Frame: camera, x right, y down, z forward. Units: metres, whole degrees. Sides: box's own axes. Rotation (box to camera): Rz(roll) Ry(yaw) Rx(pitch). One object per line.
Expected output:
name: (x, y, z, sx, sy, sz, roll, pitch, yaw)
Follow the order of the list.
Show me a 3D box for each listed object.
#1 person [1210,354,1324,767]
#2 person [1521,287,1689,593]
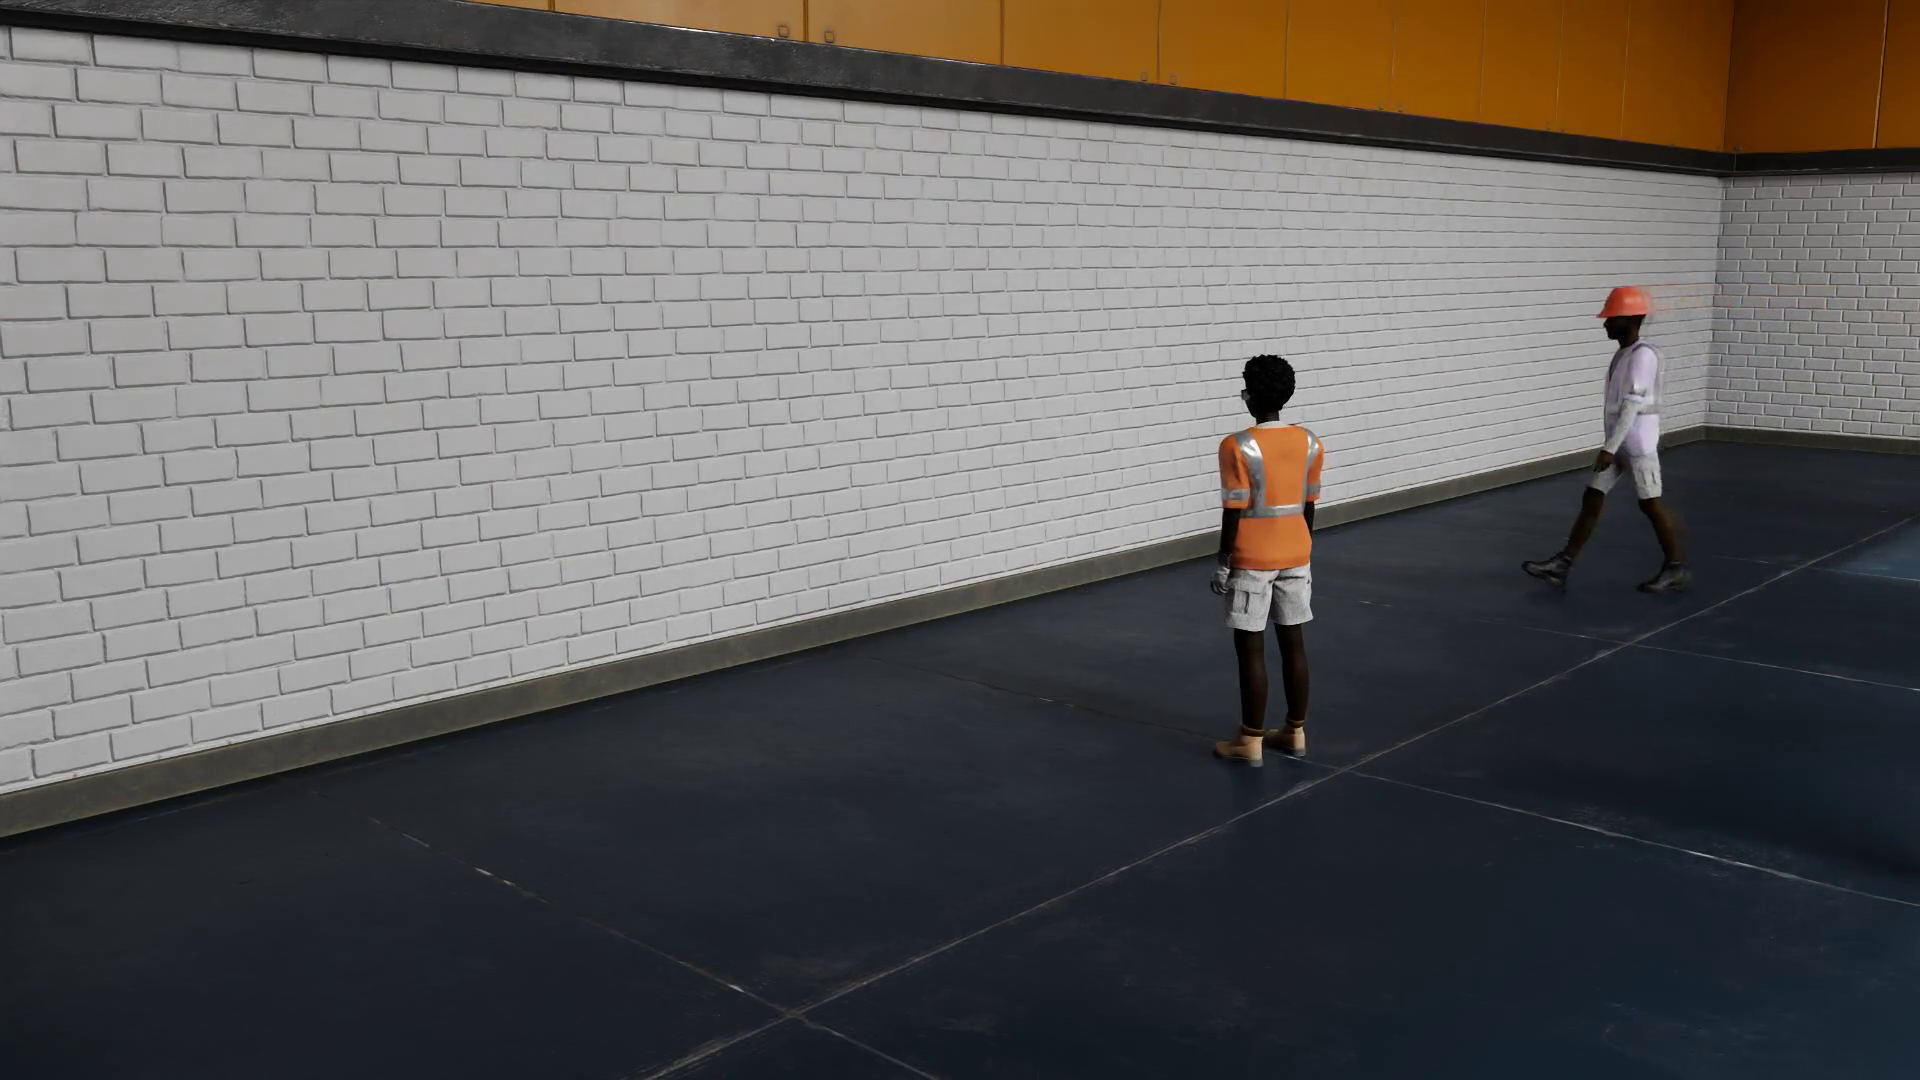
person: (1.260, 0.085, 6.876, 0.540, 1.695, 0.318, -6, 12, -32)
person: (4.061, -0.601, 10.254, 1.016, 1.883, 0.563, 0, 10, 2)
